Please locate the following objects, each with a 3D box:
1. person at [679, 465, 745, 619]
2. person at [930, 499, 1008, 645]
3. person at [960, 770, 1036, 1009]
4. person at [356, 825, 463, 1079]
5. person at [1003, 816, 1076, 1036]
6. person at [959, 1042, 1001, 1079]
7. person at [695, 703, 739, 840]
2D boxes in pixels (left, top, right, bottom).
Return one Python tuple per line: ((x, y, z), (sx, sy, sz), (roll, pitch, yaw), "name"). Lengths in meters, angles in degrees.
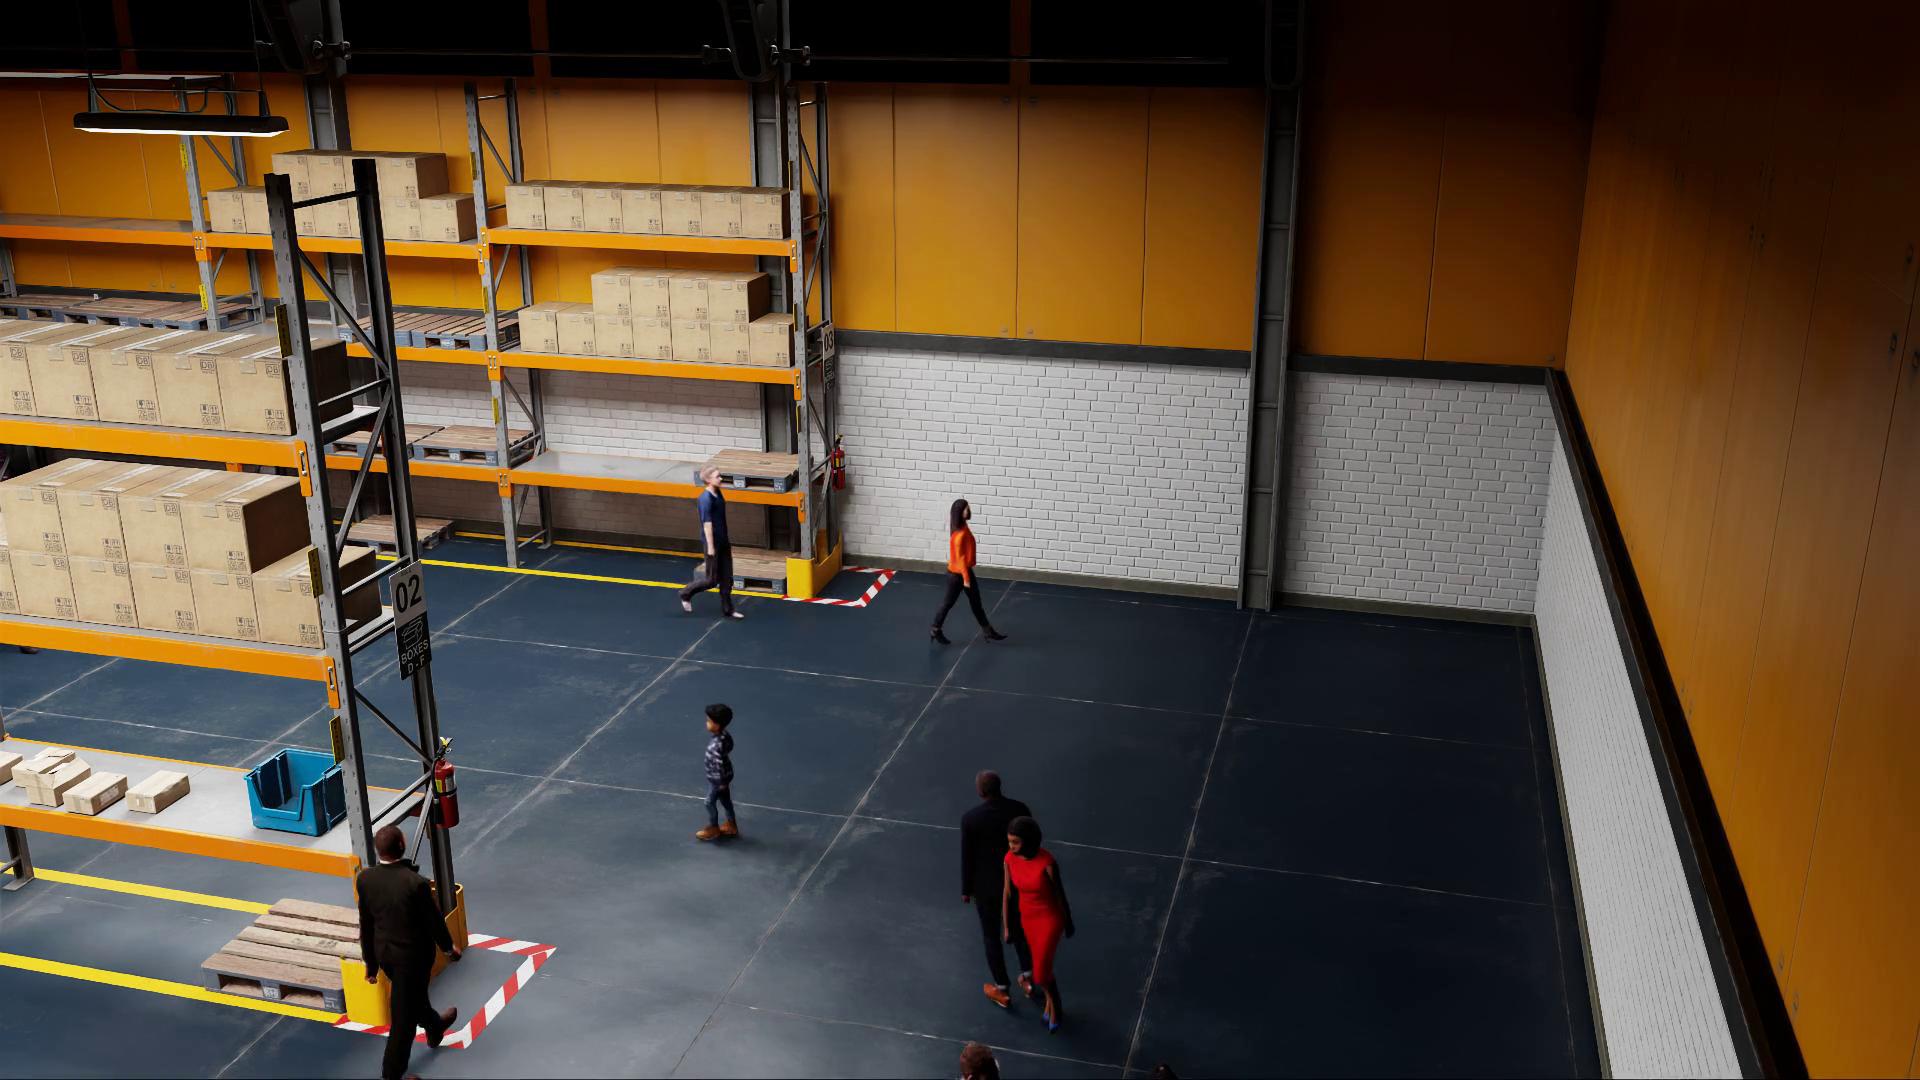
((-2.918, 0.042, 19.266), (0.948, 1.854, 0.648), (5, 19, 13), "person")
((-0.086, 0.398, 18.452), (1.113, 1.699, 0.699), (3, 19, 9), "person")
((0.315, 2.532, 11.982), (0.805, 1.784, 0.905), (-3, 19, -9), "person")
((-3.716, 2.824, 10.990), (1.178, 1.863, 0.803), (7, 20, 19), "person")
((0.604, 2.673, 11.684), (0.765, 1.707, 0.797), (9, 21, 26), "person")
((-0.034, 3.468, 8.994), (1.053, 1.917, 0.837), (7, 20, 21), "person")
((-2.033, 2.005, 14.402), (0.657, 1.238, 0.587), (-1, 19, -2), "person")
